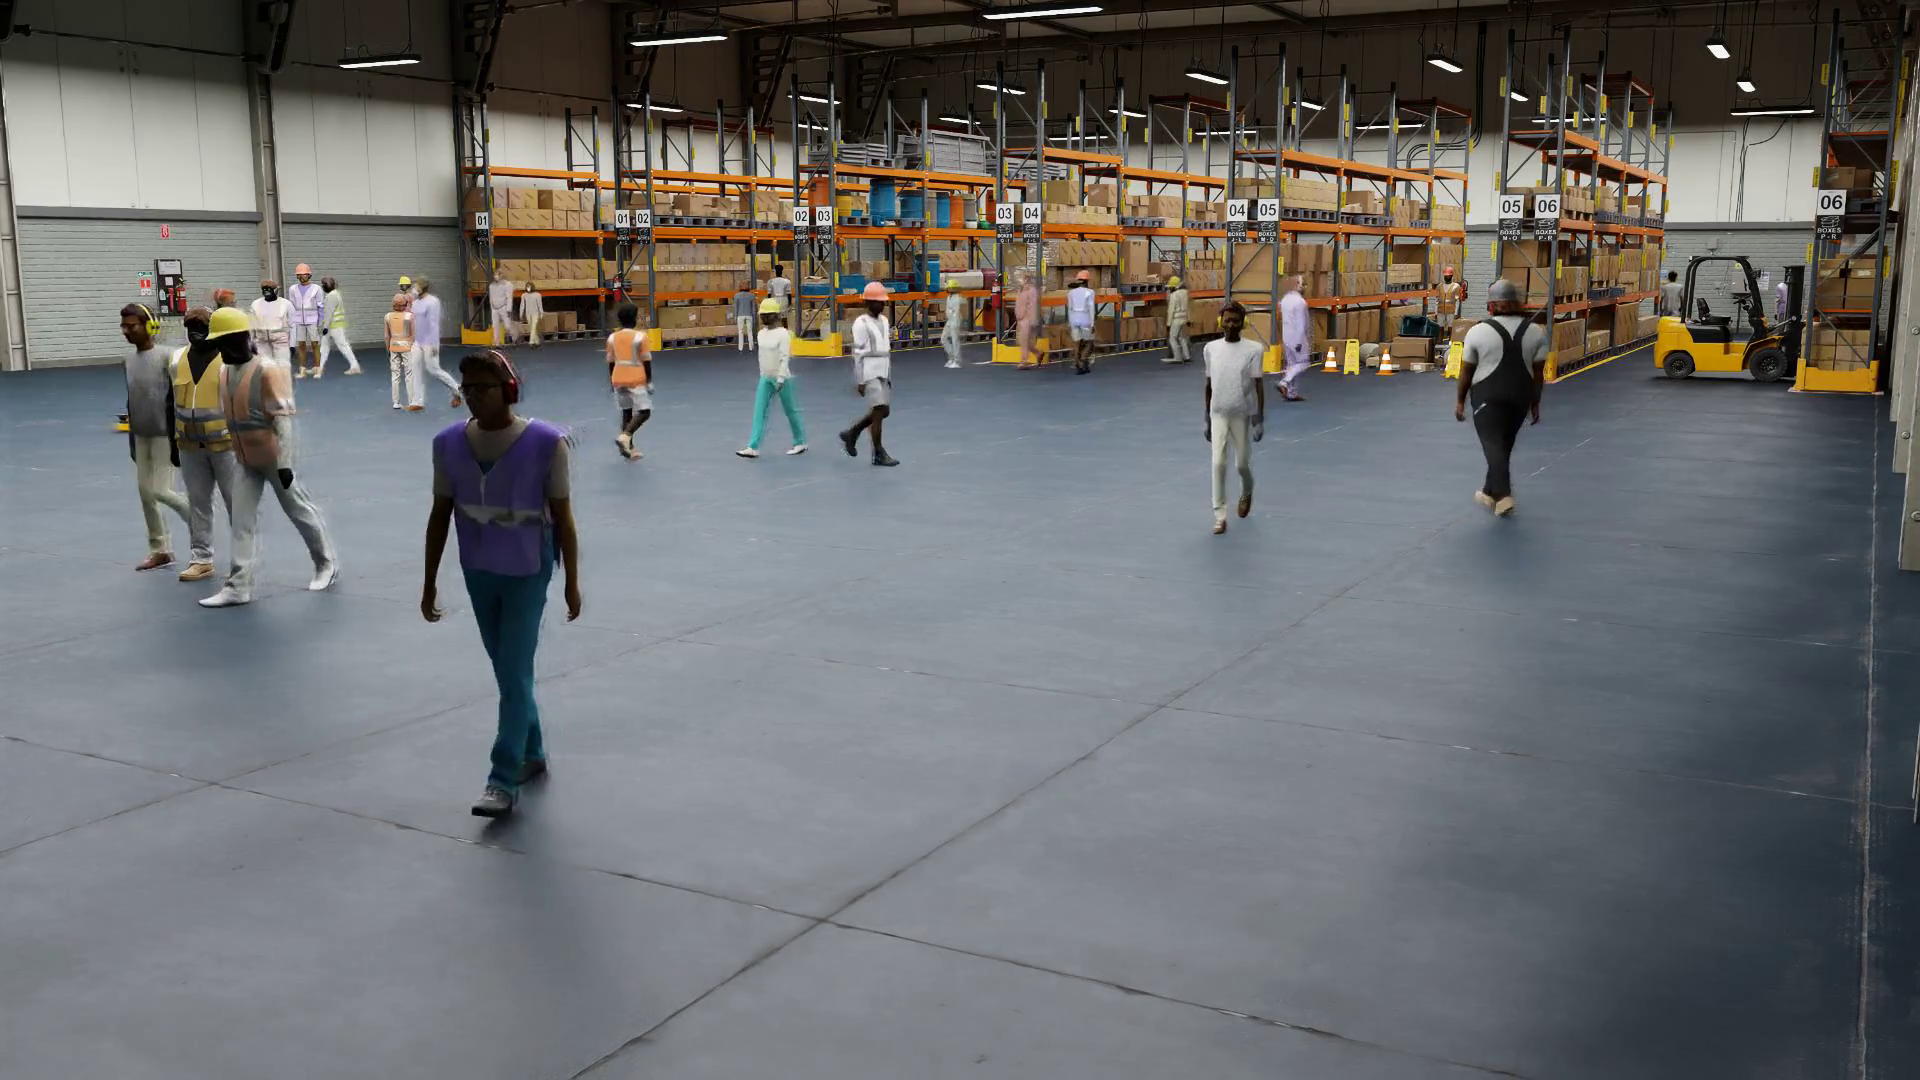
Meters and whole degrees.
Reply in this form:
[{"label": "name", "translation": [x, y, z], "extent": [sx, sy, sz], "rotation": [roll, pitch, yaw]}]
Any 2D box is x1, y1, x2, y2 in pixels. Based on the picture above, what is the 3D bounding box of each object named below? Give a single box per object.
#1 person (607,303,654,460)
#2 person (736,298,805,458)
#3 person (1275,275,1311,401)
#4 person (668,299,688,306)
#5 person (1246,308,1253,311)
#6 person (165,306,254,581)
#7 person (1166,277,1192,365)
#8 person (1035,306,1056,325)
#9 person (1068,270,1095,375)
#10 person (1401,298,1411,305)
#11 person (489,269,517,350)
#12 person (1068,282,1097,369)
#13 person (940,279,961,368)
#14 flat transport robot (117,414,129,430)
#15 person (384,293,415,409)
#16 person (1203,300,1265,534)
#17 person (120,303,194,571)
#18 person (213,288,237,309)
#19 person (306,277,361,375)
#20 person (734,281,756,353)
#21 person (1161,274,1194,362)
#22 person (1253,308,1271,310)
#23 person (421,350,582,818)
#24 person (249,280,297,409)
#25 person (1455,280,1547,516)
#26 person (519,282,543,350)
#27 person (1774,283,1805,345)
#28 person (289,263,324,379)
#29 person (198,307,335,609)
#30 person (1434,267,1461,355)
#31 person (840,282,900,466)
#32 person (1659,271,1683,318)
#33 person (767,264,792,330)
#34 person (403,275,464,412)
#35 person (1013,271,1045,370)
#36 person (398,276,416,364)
[{"label": "person", "translation": [-3.513, -1.660, 17.569], "extent": [0.544, 1.684, 0.517], "rotation": [4, 11, 24]}, {"label": "person", "translation": [-2.023, -1.752, 18.028], "extent": [0.530, 1.717, 0.911], "rotation": [8, 12, 38]}, {"label": "person", "translation": [4.976, -2.992, 24.805], "extent": [0.483, 1.894, 0.648], "rotation": [-2, 10, -14]}, {"label": "person", "translation": [-7.072, -5.892, 41.857], "extent": [0.585, 1.867, 0.720], "rotation": [6, 12, 33]}, {"label": "person", "translation": [5.901, -4.838, 35.197], "extent": [0.606, 2.035, 0.403], "rotation": [5, 11, 27]}, {"label": "person", "translation": [-5.020, -0.637, 11.156], "extent": [0.628, 1.843, 0.429], "rotation": [1, 10, 4]}, {"label": "person", "translation": [4.340, -4.363, 33.201], "extent": [0.404, 1.768, 0.704], "rotation": [7, 12, 36]}, {"label": "person", "translation": [1.883, -5.209, 37.682], "extent": [0.625, 1.931, 0.374], "rotation": [0, 10, -2]}, {"label": "person", "translation": [2.278, -4.006, 30.653], "extent": [0.581, 1.915, 0.558], "rotation": [6, 11, 30]}, {"label": "person", "translation": [12.625, -6.799, 47.044], "extent": [0.453, 1.921, 0.573], "rotation": [1, 10, 7]}, {"label": "person", "translation": [-10.666, -5.379, 38.788], "extent": [0.637, 1.888, 0.775], "rotation": [3, 10, 15]}, {"label": "person", "translation": [2.323, -4.125, 32.023], "extent": [0.471, 1.677, 0.553], "rotation": [-5, 11, -26]}, {"label": "person", "translation": [-0.158, -4.203, 32.314], "extent": [0.433, 1.728, 0.497], "rotation": [-5, 11, -25]}, {"label": "flat transport robot", "translation": [-9.830, -1.542, 21.039], "extent": [1.431, 0.197, 0.652], "rotation": [-3, 10, -18]}, {"label": "person", "translation": [-7.926, -2.676, 23.662], "extent": [0.522, 1.645, 0.305], "rotation": [2, 10, 12]}, {"label": "person", "translation": [2.195, -0.995, 13.277], "extent": [0.510, 1.842, 0.806], "rotation": [4, 10, 21]}, {"label": "person", "translation": [-5.582, -0.721, 11.603], "extent": [0.546, 1.852, 0.477], "rotation": [3, 10, 19]}, {"label": "person", "translation": [-7.872, -1.781, 17.899], "extent": [0.979, 1.831, 0.595], "rotation": [1, 10, 6]}, {"label": "person", "translation": [-11.499, -3.916, 30.494], "extent": [0.963, 1.795, 0.639], "rotation": [-4, 10, -22]}, {"label": "person", "translation": [-4.827, -4.998, 37.324], "extent": [0.493, 1.624, 0.280], "rotation": [-4, 10, -21]}, {"label": "person", "translation": [4.441, -4.545, 34.124], "extent": [0.631, 1.821, 0.518], "rotation": [2, 10, 14]}, {"label": "person", "translation": [6.959, -5.174, 38.445], "extent": [0.533, 1.595, 0.861], "rotation": [6, 11, 32]}, {"label": "person", "translation": [-1.852, 0.167, 6.557], "extent": [0.597, 1.804, 0.888], "rotation": [3, 10, 15]}, {"label": "person", "translation": [-9.748, -2.763, 23.598], "extent": [0.633, 1.843, 0.429], "rotation": [-1, 10, -5]}, {"label": "person", "translation": [4.588, -1.243, 14.114], "extent": [0.685, 2.000, 1.062], "rotation": [-1, 10, -3]}, {"label": "person", "translation": [-10.040, -5.265, 38.999], "extent": [0.513, 1.582, 0.895], "rotation": [2, 10, 11]}, {"label": "person", "translation": [18.401, -5.075, 36.931], "extent": [0.589, 1.919, 0.402], "rotation": [4, 11, 24]}, {"label": "person", "translation": [-11.545, -3.852, 29.384], "extent": [0.608, 2.044, 0.370], "rotation": [0, 10, -1]}, {"label": "person", "translation": [-4.394, -0.541, 10.562], "extent": [0.696, 1.868, 1.002], "rotation": [5, 11, 29]}, {"label": "person", "translation": [10.622, -4.982, 36.312], "extent": [0.545, 1.938, 0.358], "rotation": [7, 12, 36]}, {"label": "person", "translation": [-0.949, -1.729, 17.329], "extent": [0.696, 1.916, 0.554], "rotation": [5, 11, 29]}, {"label": "person", "translation": [16.678, -5.382, 39.008], "extent": [0.513, 1.831, 0.973], "rotation": [5, 11, 28]}, {"label": "person", "translation": [-4.486, -5.864, 41.388], "extent": [0.613, 1.965, 0.361], "rotation": [0, 10, -1]}, {"label": "person", "translation": [-7.418, -2.751, 23.337], "extent": [0.639, 1.914, 0.851], "rotation": [9, 13, 42]}, {"label": "person", "translation": [1.316, -4.185, 31.811], "extent": [0.662, 1.889, 0.652], "rotation": [-4, 11, -24]}, {"label": "person", "translation": [-11.075, -4.389, 33.341], "extent": [0.533, 1.767, 0.312], "rotation": [9, 13, 42]}]
